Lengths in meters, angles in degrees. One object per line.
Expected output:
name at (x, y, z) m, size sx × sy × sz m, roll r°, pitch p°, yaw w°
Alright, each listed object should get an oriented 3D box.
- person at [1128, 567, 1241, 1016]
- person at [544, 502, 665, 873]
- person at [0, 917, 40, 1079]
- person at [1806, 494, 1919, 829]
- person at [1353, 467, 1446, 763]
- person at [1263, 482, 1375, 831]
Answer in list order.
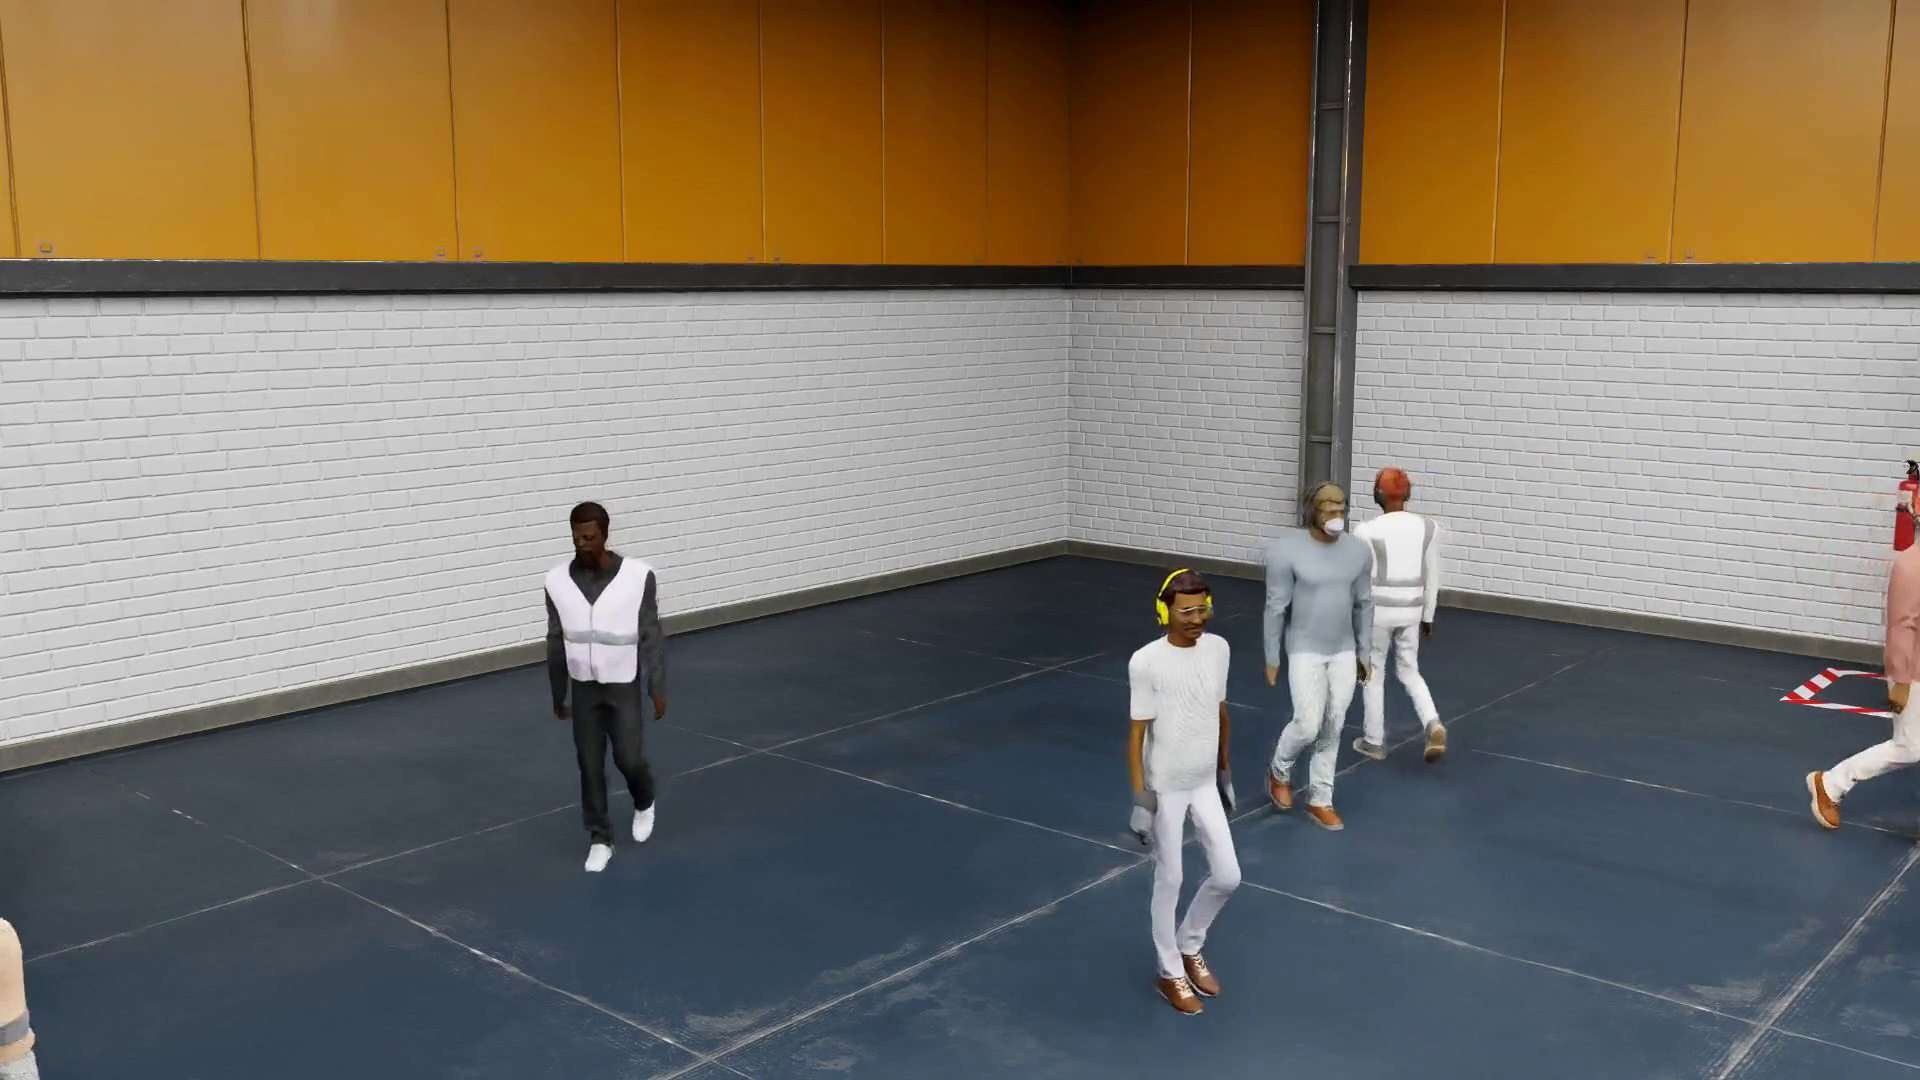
person at (0.926, 1.028, 6.827) m, size 0.569 × 1.856 × 0.379 m, roll -5°, pitch 10°, yaw -27°
person at (-1.801, 0.727, 8.556) m, size 0.631 × 1.907 × 0.529 m, roll 1°, pitch 9°, yaw 6°
person at (-2.465, 1.475, 3.858) m, size 0.593 × 1.910 × 0.506 m, roll -3°, pitch 10°, yaw -19°
person at (5.005, 0.666, 8.748) m, size 0.642 × 1.973 × 0.805 m, roll -8°, pitch 12°, yaw -41°
person at (2.707, 0.485, 10.252) m, size 0.581 × 1.866 × 0.699 m, roll -2°, pitch 9°, yaw -12°
person at (1.970, 0.628, 9.135) m, size 0.644 × 1.923 × 0.475 m, roll -3°, pitch 10°, yaw -20°
